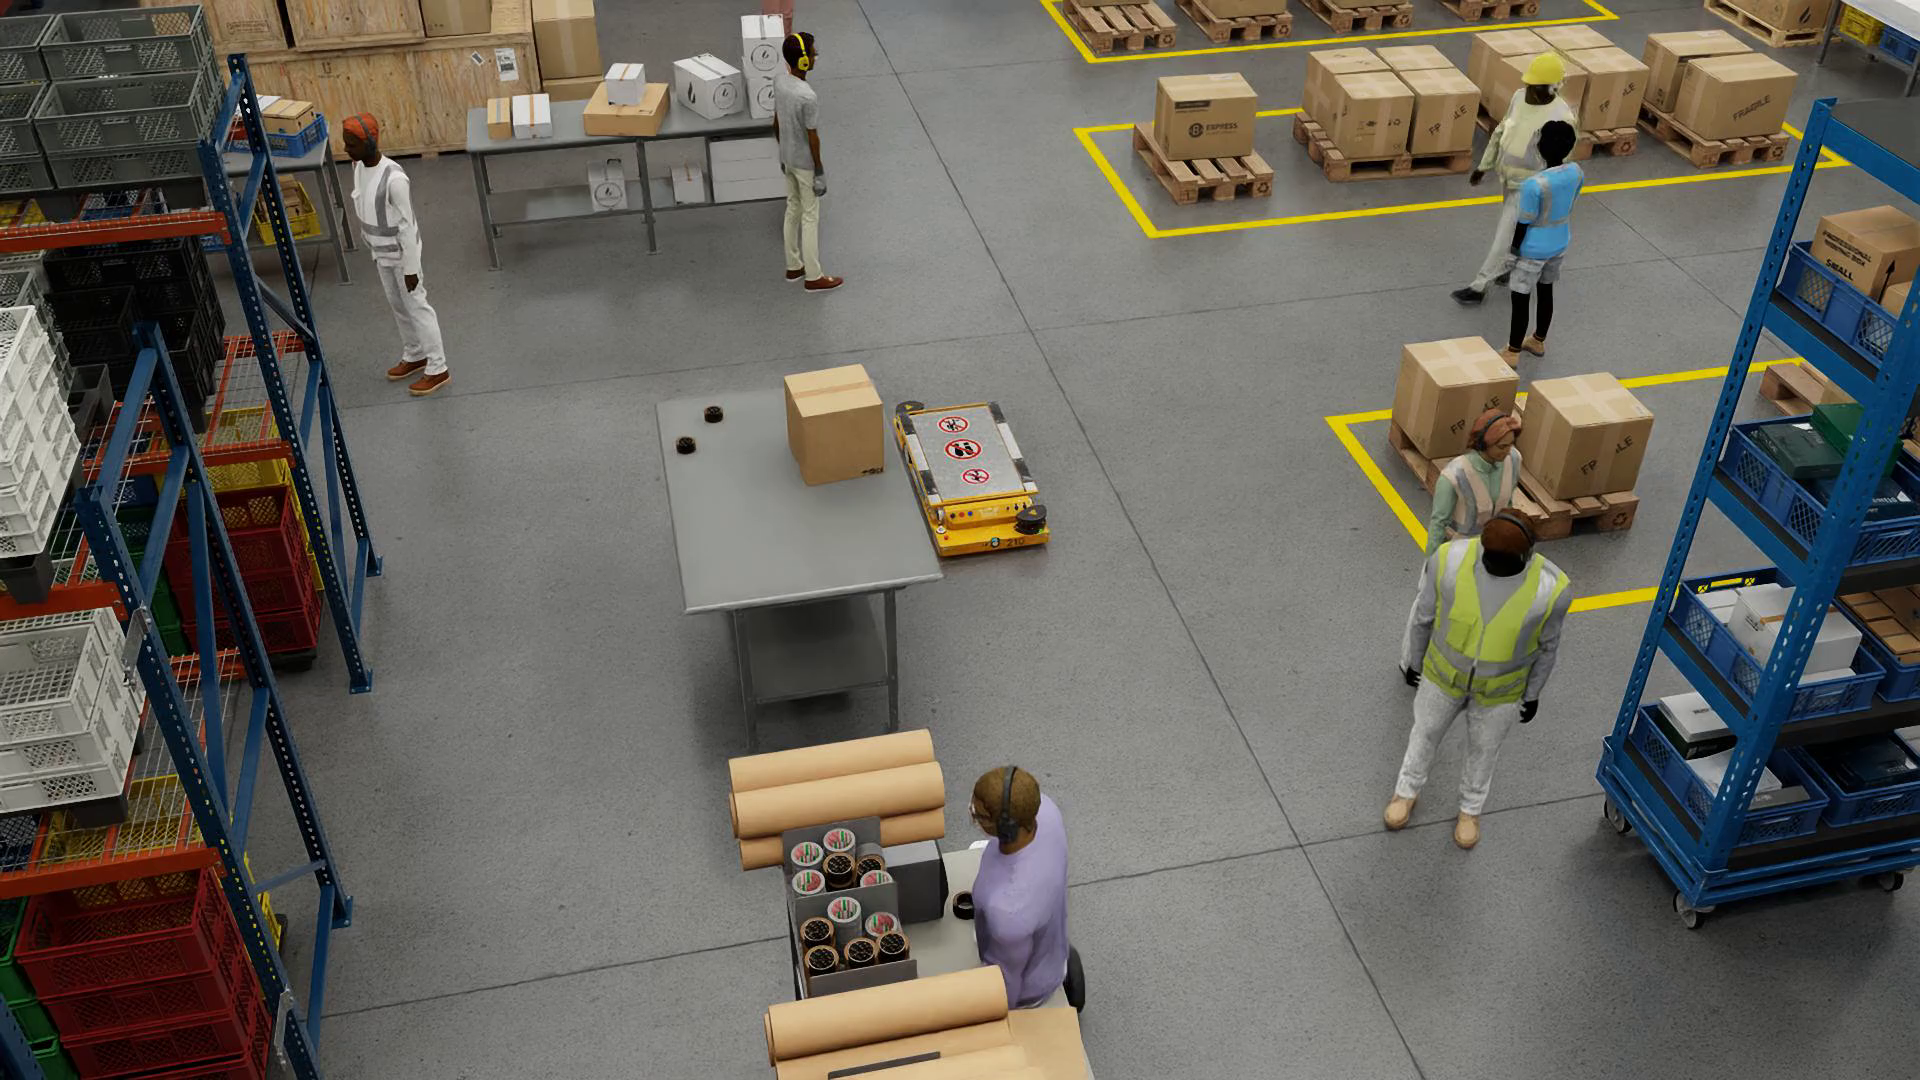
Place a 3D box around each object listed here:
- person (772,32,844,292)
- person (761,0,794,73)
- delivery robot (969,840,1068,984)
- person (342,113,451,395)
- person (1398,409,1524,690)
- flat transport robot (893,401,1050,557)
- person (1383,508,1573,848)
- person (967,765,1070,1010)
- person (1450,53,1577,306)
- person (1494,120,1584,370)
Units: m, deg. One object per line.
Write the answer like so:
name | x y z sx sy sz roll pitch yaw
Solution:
person | -1.114 -2.677 11.798 0.334 1.873 0.517 -24 43 -29
person | -1.626 -4.701 14.500 0.400 1.900 0.647 1 37 2
delivery robot | 0.232 1.591 7.081 0.477 0.478 0.707 -5 37 -7
person | -3.632 -1.830 10.658 0.357 1.880 0.566 -31 46 -34
person | 2.522 0.044 8.340 0.519 1.632 0.317 -18 40 -23
flat transport robot | 0.046 -0.430 10.108 0.652 0.197 1.431 -8 37 -10
person | 2.290 0.612 7.409 0.624 1.835 0.430 15 39 20
person | 0.207 1.553 6.069 0.371 1.929 0.630 8 37 10
person | 3.889 -2.542 11.685 0.806 1.793 0.595 -11 38 -15
person | 3.810 -1.939 10.957 0.534 1.691 0.322 -24 43 -28
